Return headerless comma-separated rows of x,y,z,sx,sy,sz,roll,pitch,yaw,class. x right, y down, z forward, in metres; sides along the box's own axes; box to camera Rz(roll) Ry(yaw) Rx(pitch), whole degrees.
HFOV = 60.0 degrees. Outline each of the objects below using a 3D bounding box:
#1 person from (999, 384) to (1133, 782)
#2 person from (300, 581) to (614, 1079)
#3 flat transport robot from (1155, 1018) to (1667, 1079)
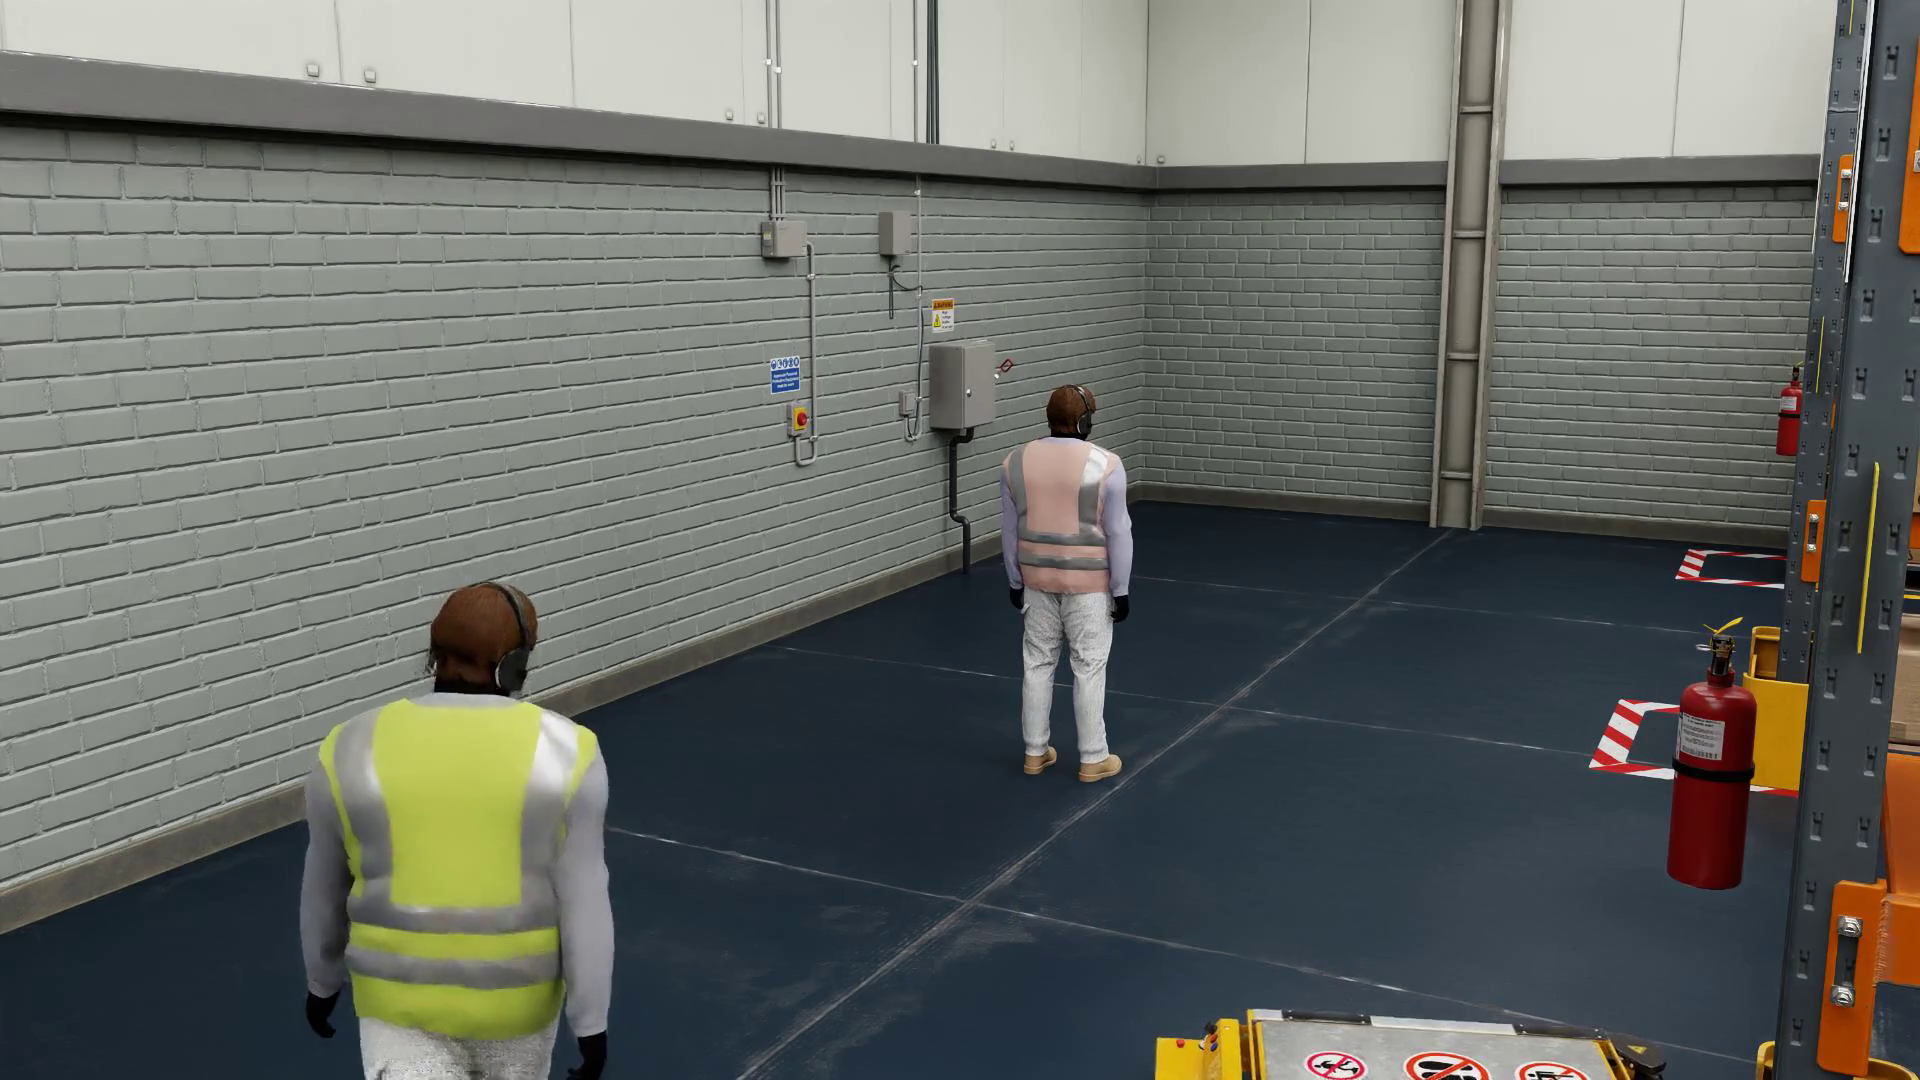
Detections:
0.505,0.199,7.701,0.634,1.842,0.429,5,12,26,person
-1.091,0.984,3.623,0.687,1.784,0.940,-2,11,-10,person
1.257,1.555,4.592,1.431,0.197,0.652,1,10,8,flat transport robot
